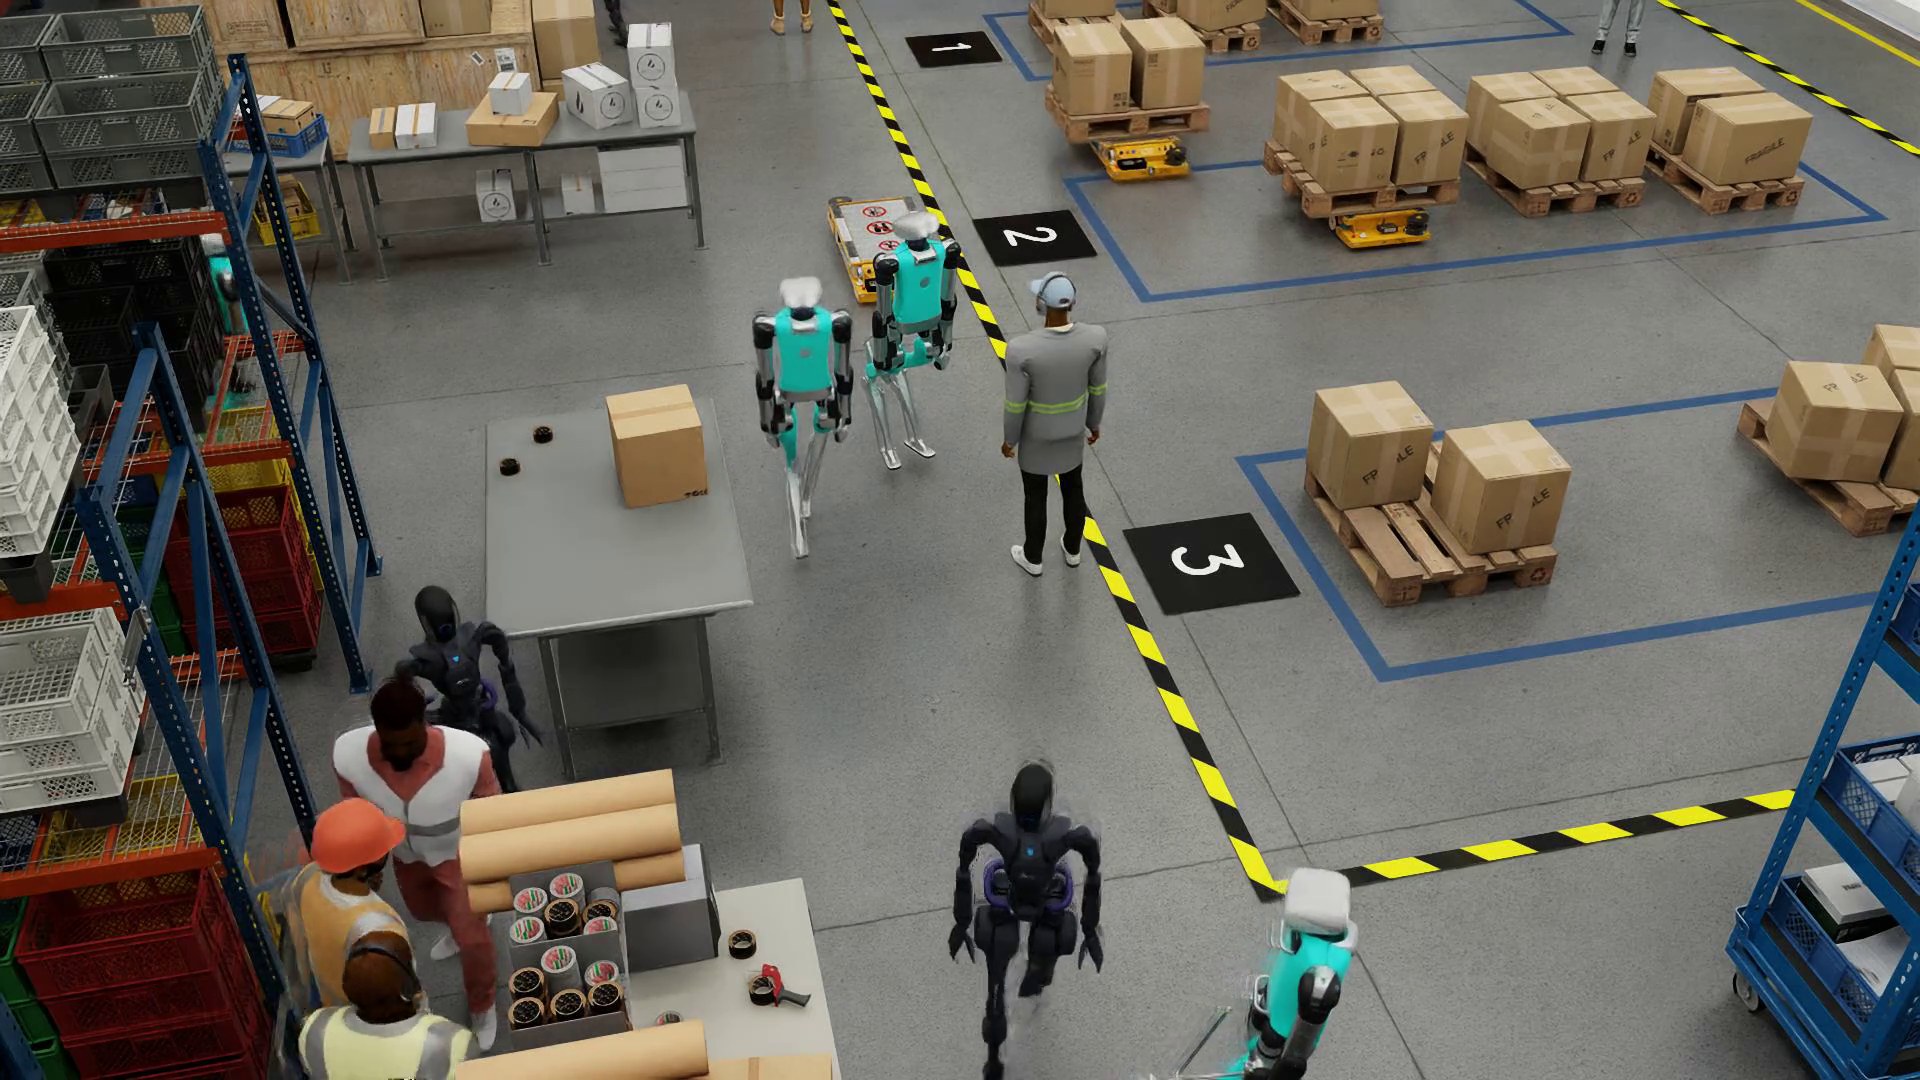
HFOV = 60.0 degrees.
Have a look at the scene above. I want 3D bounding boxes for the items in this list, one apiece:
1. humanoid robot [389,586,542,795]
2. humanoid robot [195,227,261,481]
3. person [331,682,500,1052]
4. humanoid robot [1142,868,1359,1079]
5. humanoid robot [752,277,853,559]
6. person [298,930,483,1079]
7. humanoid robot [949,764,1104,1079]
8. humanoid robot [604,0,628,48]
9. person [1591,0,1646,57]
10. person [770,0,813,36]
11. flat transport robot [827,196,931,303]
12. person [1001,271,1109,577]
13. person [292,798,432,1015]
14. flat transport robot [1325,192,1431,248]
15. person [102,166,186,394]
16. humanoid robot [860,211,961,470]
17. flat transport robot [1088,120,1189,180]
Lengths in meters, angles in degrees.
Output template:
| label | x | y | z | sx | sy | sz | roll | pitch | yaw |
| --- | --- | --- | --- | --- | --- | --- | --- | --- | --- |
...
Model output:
| label | x | y | z | sx | sy | sz | roll | pitch | yaw |
| --- | --- | --- | --- | --- | --- | --- | --- | --- | --- |
| humanoid robot | -2.162 | 0.837 | 7.263 | 0.609 | 1.639 | 0.420 | -28 | 45 | -32 |
| humanoid robot | -4.395 | -0.928 | 9.649 | 0.823 | 1.870 | 0.554 | -16 | 39 | -20 |
| person | -2.073 | 1.182 | 6.619 | 0.606 | 1.886 | 0.678 | 1 | 37 | 2 |
| humanoid robot | 0.955 | 1.812 | 5.898 | 1.010 | 1.745 | 0.542 | 7 | 37 | 9 |
| humanoid robot | -0.874 | -0.760 | 9.327 | 0.530 | 1.742 | 0.928 | -6 | 37 | -8 |
| person | -1.776 | 2.012 | 5.571 | 0.670 | 1.821 | 0.432 | 9 | 38 | 12 |
| humanoid robot | 0.269 | 1.434 | 6.499 | 0.615 | 1.639 | 0.772 | 2 | 37 | 3 |
| humanoid robot | -3.403 | -5.538 | 15.825 | 0.532 | 1.643 | 0.601 | 26 | 44 | 30 |
| person | 6.357 | -5.464 | 15.594 | 0.585 | 1.823 | 0.403 | 10 | 38 | 13 |
| person | -1.684 | -5.894 | 15.988 | 0.606 | 2.048 | 0.366 | -8 | 37 | -11 |
| flat transport robot | -0.570 | -2.220 | 12.538 | 0.659 | 0.231 | 1.431 | -8 | 37 | -10 |
| person | 0.496 | -0.631 | 9.074 | 0.599 | 1.850 | 0.389 | -12 | 38 | -15 |
| person | -2.116 | 1.699 | 5.924 | 0.926 | 1.895 | 0.567 | -31 | 46 | -34 |
| flat transport robot | 3.134 | -2.740 | 13.213 | 0.652 | 0.197 | 1.431 | -8 | 37 | -10 |
| person | -4.939 | -1.477 | 10.231 | 0.507 | 1.837 | 0.334 | 28 | 45 | 32 |
| humanoid robot | -0.363 | -1.245 | 9.882 | 0.533 | 1.681 | 0.735 | -18 | 40 | -23 |
| flat transport robot | 1.417 | -3.481 | 14.208 | 0.652 | 0.197 | 1.431 | -8 | 37 | -10 |
